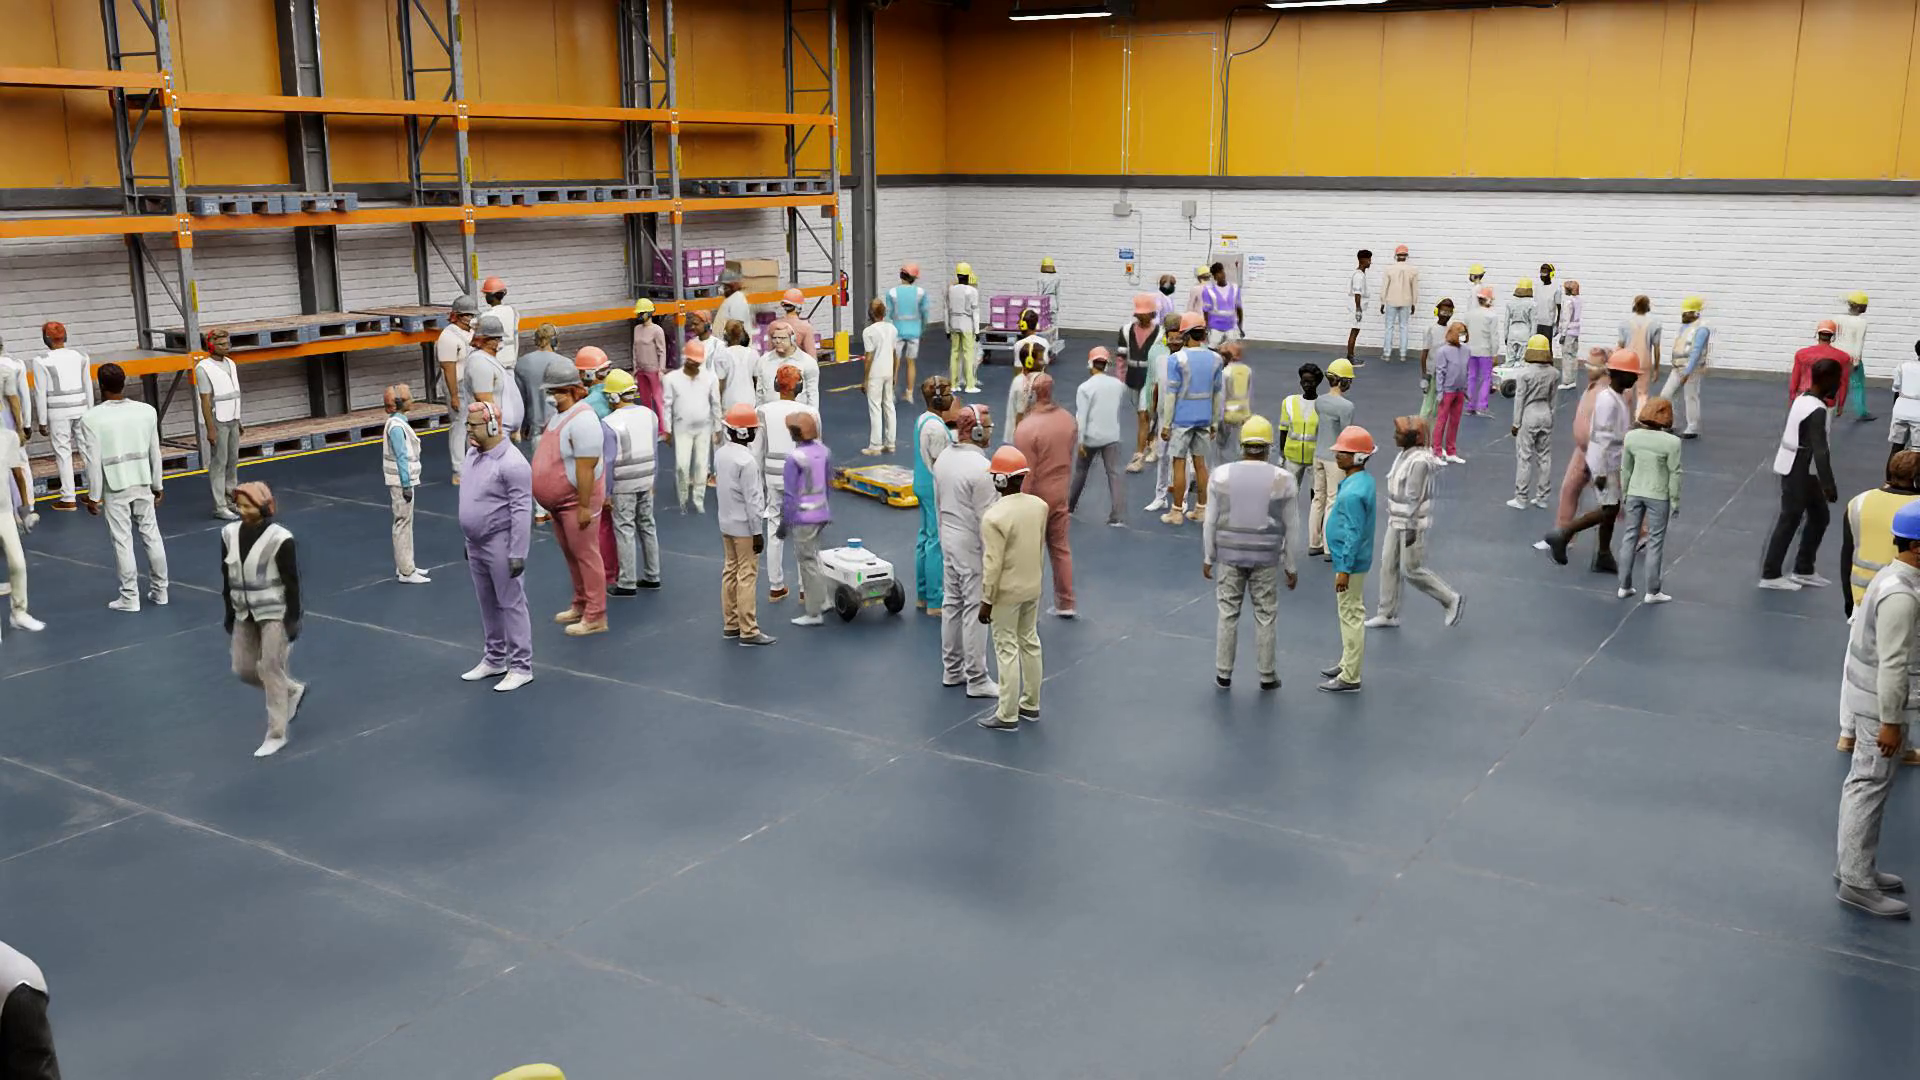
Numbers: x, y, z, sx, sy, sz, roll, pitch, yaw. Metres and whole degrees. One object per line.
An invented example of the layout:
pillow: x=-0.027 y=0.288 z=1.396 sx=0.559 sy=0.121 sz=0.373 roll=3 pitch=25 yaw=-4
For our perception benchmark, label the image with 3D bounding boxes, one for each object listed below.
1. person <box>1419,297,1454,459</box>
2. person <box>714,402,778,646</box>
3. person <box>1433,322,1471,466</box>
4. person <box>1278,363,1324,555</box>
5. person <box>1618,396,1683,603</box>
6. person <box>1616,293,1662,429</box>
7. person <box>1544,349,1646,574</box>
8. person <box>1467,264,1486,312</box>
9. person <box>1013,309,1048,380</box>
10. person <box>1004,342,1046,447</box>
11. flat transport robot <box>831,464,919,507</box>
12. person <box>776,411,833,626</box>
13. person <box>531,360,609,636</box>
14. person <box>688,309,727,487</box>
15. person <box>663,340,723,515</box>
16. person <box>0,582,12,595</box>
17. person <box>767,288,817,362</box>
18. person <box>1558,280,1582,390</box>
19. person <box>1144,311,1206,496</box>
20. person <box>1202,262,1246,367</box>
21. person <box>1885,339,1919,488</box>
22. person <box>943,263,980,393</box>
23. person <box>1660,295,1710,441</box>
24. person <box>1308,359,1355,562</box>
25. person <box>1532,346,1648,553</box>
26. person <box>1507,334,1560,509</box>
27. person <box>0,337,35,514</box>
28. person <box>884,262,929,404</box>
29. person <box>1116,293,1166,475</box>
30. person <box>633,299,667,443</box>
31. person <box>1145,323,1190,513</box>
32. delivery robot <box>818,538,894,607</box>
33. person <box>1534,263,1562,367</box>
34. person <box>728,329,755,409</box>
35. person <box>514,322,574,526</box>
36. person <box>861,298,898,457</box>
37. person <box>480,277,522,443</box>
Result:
person: x=5.577 y=-1.886 z=19.387 sx=0.517 sy=1.862 sz=0.327 roll=-7 pitch=15 yaw=-29
person: x=-1.548 y=-0.116 z=11.938 sx=0.330 sy=1.751 sz=0.563 roll=-8 pitch=15 yaw=-32
person: x=5.613 y=-1.669 z=18.937 sx=0.497 sy=1.633 sz=0.284 roll=-8 pitch=15 yaw=-30
person: x=3.054 y=-0.716 z=14.667 sx=0.532 sy=1.696 sz=0.318 roll=6 pitch=14 yaw=23
person: x=5.429 y=-0.321 z=13.090 sx=0.281 sy=1.633 sz=0.500 roll=-10 pitch=16 yaw=-37
person: x=8.323 y=-2.114 z=20.467 sx=0.510 sy=1.823 sz=0.673 roll=5 pitch=14 yaw=21
person: x=5.344 y=-0.648 z=13.910 sx=0.611 sy=1.917 sz=0.548 roll=7 pitch=15 yaw=29
person: x=8.290 y=-3.554 z=26.824 sx=0.310 sy=1.769 sz=0.522 roll=6 pitch=14 yaw=25
person: x=0.745 y=-1.560 z=17.970 sx=0.325 sy=1.860 sz=0.541 roll=12 pitch=18 yaw=42
person: x=0.566 y=-0.858 z=14.984 sx=0.410 sy=1.844 sz=0.532 roll=0 pitch=13 yaw=2
flat transport robot: x=-0.697 y=-0.581 z=17.206 sx=0.652 sy=0.197 sz=1.431 roll=-9 pitch=16 yaw=-34
person: x=-1.153 y=-0.149 z=12.359 sx=0.360 sy=1.626 sz=0.532 roll=5 pitch=14 yaw=21
person: x=-2.884 y=-0.331 z=12.242 sx=0.535 sy=2.000 sz=0.687 roll=-7 pitch=15 yaw=-28
person: x=-2.700 y=-1.511 z=17.703 sx=0.584 sy=1.882 sz=0.339 roll=10 pitch=16 yaw=38
person: x=-2.604 y=-1.090 z=16.234 sx=0.561 sy=1.722 sz=0.435 roll=-4 pitch=14 yaw=-16
person: x=-7.924 y=-0.522 z=13.191 sx=0.621 sy=1.982 sz=0.407 roll=3 pitch=13 yaw=13
person: x=-1.900 y=-1.877 z=19.045 sx=0.622 sy=1.993 sz=0.381 roll=6 pitch=14 yaw=25
person: x=9.182 y=-3.085 z=25.066 sx=0.310 sy=1.638 sz=0.523 roll=11 pitch=17 yaw=40
person: x=2.239 y=-1.389 z=17.121 sx=0.667 sy=1.916 sz=0.456 roll=-3 pitch=13 yaw=-14
person: x=3.928 y=-3.178 z=24.840 sx=0.689 sy=1.932 sz=0.374 roll=-3 pitch=13 yaw=-13
person: x=9.760 y=-1.248 z=16.996 sx=0.319 sy=1.688 sz=0.540 roll=-6 pitch=14 yaw=-26
person: x=0.039 y=-3.141 z=24.675 sx=0.586 sy=1.928 sz=0.369 roll=7 pitch=15 yaw=29
person: x=8.873 y=-2.098 z=20.420 sx=0.615 sy=1.801 sz=0.598 roll=-2 pitch=13 yaw=-8
person: x=3.247 y=-0.691 z=14.429 sx=0.339 sy=1.761 sz=0.524 roll=-5 pitch=14 yaw=-22
person: x=5.663 y=-0.785 z=14.631 sx=0.939 sy=1.860 sz=0.628 roll=0 pitch=13 yaw=-1
person: x=5.722 y=-1.180 z=16.599 sx=0.480 sy=1.734 sz=0.333 roll=-5 pitch=14 yaw=-19
person: x=-9.152 y=-1.088 z=15.864 sx=0.355 sy=1.887 sz=0.575 roll=9 pitch=16 yaw=35
person: x=-0.758 y=-2.929 z=23.584 sx=0.645 sy=2.008 sz=0.513 roll=0 pitch=13 yaw=-2
person: x=2.079 y=-1.780 z=18.662 sx=0.601 sy=1.987 sz=1.082 roll=7 pitch=15 yaw=28
person: x=-3.830 y=-2.074 z=20.403 sx=0.534 sy=1.767 sz=0.313 roll=10 pitch=16 yaw=37
person: x=2.088 y=-1.189 z=16.332 sx=0.514 sy=1.875 sz=0.328 roll=9 pitch=16 yaw=34
delivery robot: x=-0.812 y=0.232 z=12.850 sx=0.477 sy=0.478 sz=0.707 roll=-8 pitch=15 yaw=-31
person: x=8.946 y=-3.296 z=25.483 sx=0.310 sy=1.866 sz=0.532 roll=-9 pitch=16 yaw=-34
person: x=-2.311 y=-1.392 z=17.596 sx=0.320 sy=1.698 sz=0.531 roll=1 pitch=13 yaw=2
person: x=-3.883 y=-1.084 z=15.739 sx=0.635 sy=1.933 sz=0.353 roll=4 pitch=13 yaw=15
person: x=-0.948 y=-1.900 z=19.481 sx=0.338 sy=1.843 sz=0.514 roll=12 pitch=18 yaw=43
person: x=-5.586 y=-2.156 z=20.150 sx=0.375 sy=2.044 sz=0.604 roll=6 pitch=14 yaw=23
